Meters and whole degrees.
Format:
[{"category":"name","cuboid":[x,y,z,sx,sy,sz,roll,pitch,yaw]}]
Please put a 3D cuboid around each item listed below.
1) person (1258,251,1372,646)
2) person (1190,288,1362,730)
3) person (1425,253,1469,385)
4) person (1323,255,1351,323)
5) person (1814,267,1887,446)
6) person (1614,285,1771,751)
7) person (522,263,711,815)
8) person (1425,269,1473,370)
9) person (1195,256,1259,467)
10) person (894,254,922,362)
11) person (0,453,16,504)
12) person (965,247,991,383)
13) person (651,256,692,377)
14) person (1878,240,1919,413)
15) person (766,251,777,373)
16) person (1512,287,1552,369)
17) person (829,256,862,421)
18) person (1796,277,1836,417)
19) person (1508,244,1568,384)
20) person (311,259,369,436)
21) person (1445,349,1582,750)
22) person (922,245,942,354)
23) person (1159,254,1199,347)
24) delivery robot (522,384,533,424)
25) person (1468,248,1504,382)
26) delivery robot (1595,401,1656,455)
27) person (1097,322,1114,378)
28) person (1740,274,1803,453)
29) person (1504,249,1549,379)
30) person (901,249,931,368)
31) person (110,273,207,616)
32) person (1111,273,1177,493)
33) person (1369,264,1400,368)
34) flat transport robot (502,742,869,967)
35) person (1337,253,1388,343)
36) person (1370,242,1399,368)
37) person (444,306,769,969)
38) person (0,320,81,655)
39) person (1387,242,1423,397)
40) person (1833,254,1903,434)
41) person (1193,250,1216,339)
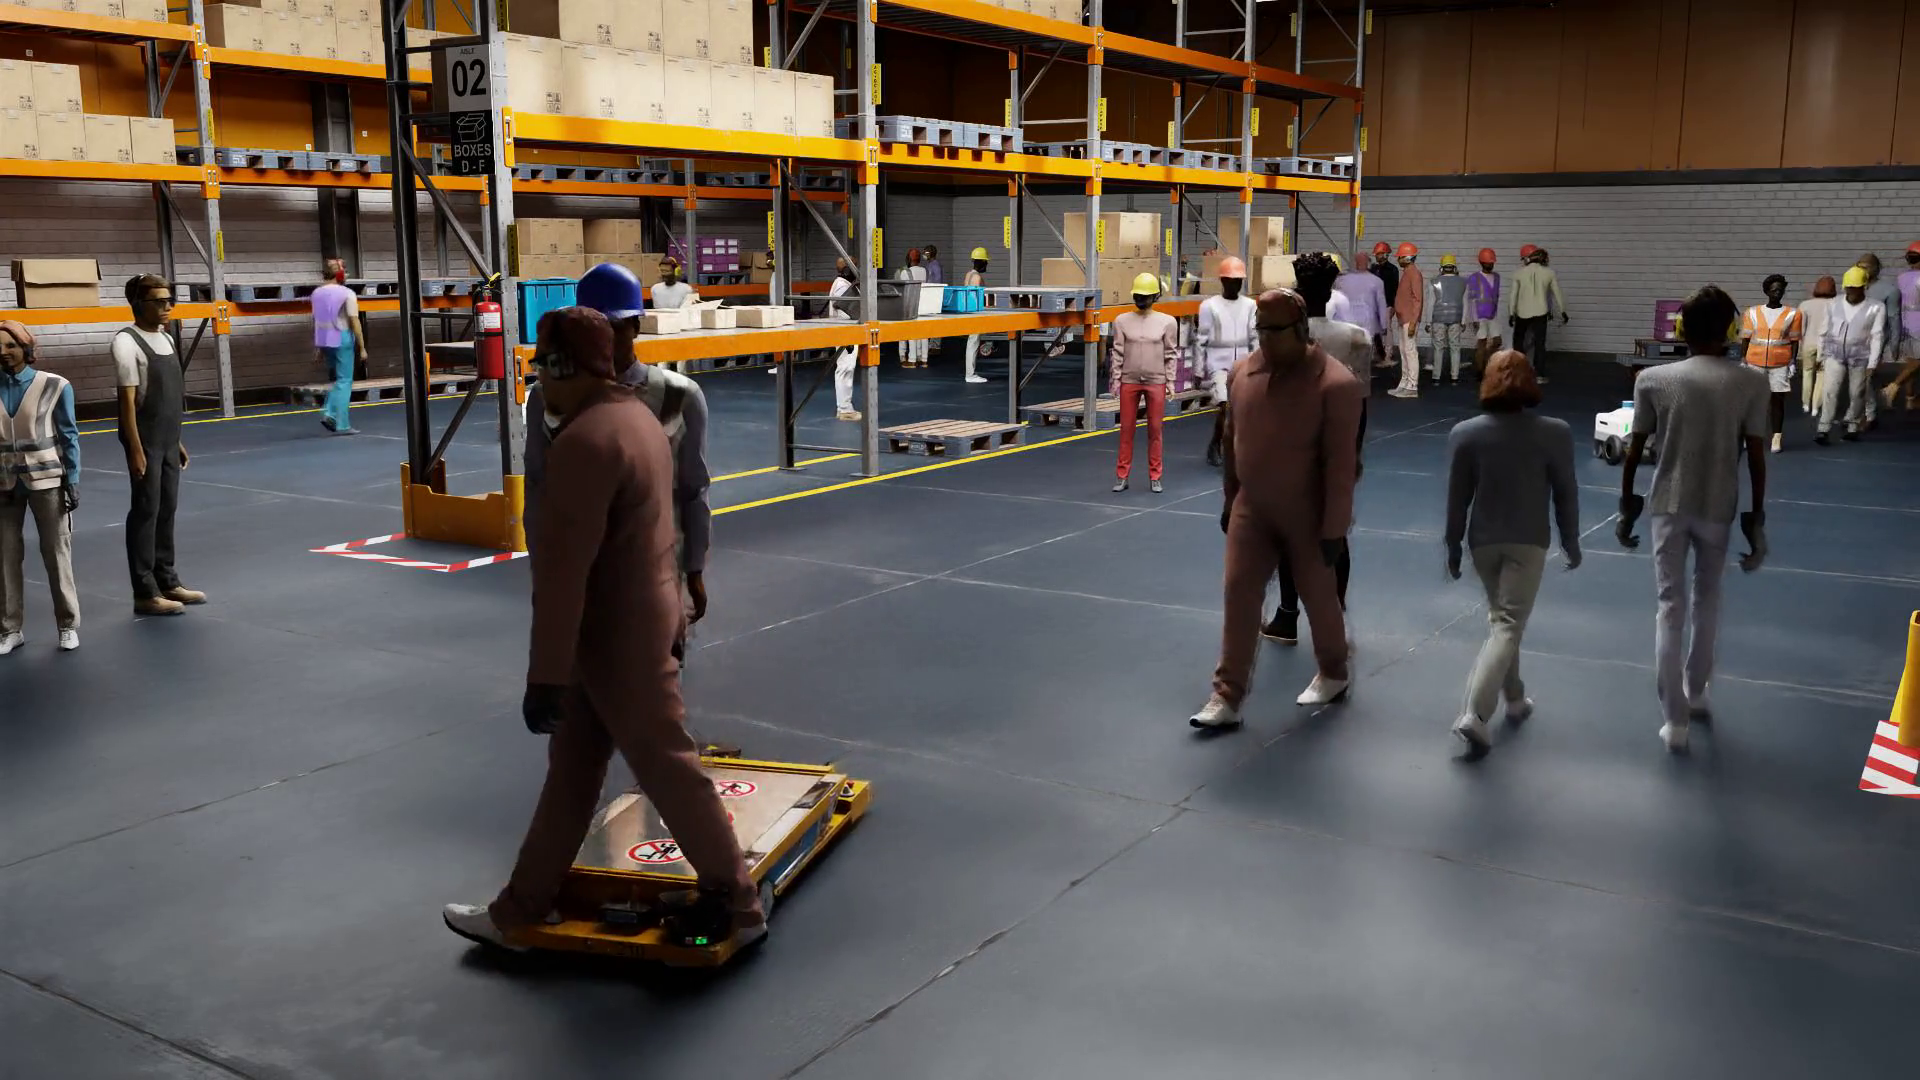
[{"category":"person","cuboid":[1.748,-0.448,8.317,0.603,1.966,0.368,-3,11,-14]},{"category":"person","cuboid":[1.362,-0.137,6.980,0.681,1.837,1.005,8,13,39]},{"category":"person","cuboid":[6.778,-3.067,23.198,0.587,1.835,0.403,0,10,-1]},{"category":"person","cuboid":[3.218,-1.656,15.240,0.939,1.884,0.600,-6,12,-31]},{"category":"person","cuboid":[8.749,-1.798,16.393,0.626,1.760,0.940,9,13,40]},{"category":"person","cuboid":[2.994,-0.113,6.830,0.558,1.829,0.914,4,11,20]},{"category":"person","cuboid":[-1.114,0.081,5.441,0.605,1.948,0.385,-1,10,-7]},{"category":"person","cuboid":[7.657,-3.441,25.945,0.817,1.587,0.506,0,10,1]},{"category":"person","cuboid":[2.339,-1.530,14.556,0.556,1.890,1.023,-3,11,-15]},{"category":"person","cuboid":[-0.790,-3.879,27.675,0.632,1.842,0.429,-3,11,-18]},{"category":"person","cuboid":[-4.883,-0.211,7.979,0.558,1.604,0.430,-1,10,-4]},{"category":"person","cuboid":[0.248,-3.198,23.704,0.398,1.919,0.582,-1,10,-7]},{"category":"person","cuboid":[-3.250,-2.288,18.866,0.524,1.840,0.464,1,10,7]},{"category":"person","cuboid":[11.107,-2.480,19.426,0.847,2.021,0.643,-3,11,-14]},{"category":"person","cuboid":[-2.791,-3.461,25.329,0.328,1.862,0.501,-2,10,-10]},{"category":"person","cuboid":[8.857,-3.591,25.865,0.591,1.912,0.824,-2,10,-12]},{"category":"person","cuboid":[-1.256,-2.269,18.747,0.429,1.846,0.630,-2,10,-9]},{"category":"person","cuboid":[9.989,-2.243,19.303,0.521,1.587,0.840,6,12,32]},{"category":"person","cuboid":[8.215,-3.202,23.609,0.842,1.957,0.607,3,11,15]},{"category":"person","cuboid":[-6.426,-1.984,17.232,0.579,1.828,0.451,6,12,31]},{"category":"person","cuboid":[2.203,0.021,6.756,0.506,1.586,0.871,8,13,39]},{"category":"person","cuboid":[-0.498,-4.270,29.573,0.355,1.938,0.637,-3,11,-15]},{"category":"person","cuboid":[2.999,-3.036,23.030,0.648,1.835,0.428,0,10,1]},{"category":"delivery robot","cuboid":[-4.316,-1.348,16.959,0.477,0.478,0.707,9,14,42]},{"category":"person","cuboid":[7.481,-3.179,23.628,0.593,1.905,0.404,-5,11,-26]},{"category":"delivery robot","cuboid":[6.083,-1.025,15.167,0.477,0.478,0.707,0,10,-1]},{"category":"person","cuboid":[2.211,-3.346,24.463,0.552,1.932,0.377,1,10,4]},{"category":"person","cuboid":[7.735,-1.684,15.913,0.535,1.698,0.318,6,12,32]},{"category":"person","cuboid":[8.165,-3.280,24.218,0.786,1.904,0.669,1,10,4]},{"category":"person","cuboid":[-0.711,-3.669,26.399,0.573,1.883,0.353,-8,13,-38]},{"category":"person","cuboid":[-4.379,-0.520,9.056,0.342,1.845,0.506,0,10,2]},{"category":"person","cuboid":[1.471,-1.251,13.338,0.523,1.763,0.329,2,10,11]},{"category":"person","cuboid":[6.508,-3.514,26.182,0.804,1.635,0.525,1,10,3]},{"category":"flat transport robot","cuboid":[-0.805,0.949,5.278,0.652,0.197,1.431,2,11,14]},{"category":"person","cuboid":[5.327,-2.870,22.063,0.660,1.864,0.975,8,13,37]},{"category":"person","cuboid":[6.705,-3.740,26.482,0.397,1.992,0.623,-5,11,-26]},{"category":"person","cuboid":[-0.993,0.287,4.608,0.959,1.841,0.721,0,10,-2]},{"category":"person","cuboid":[-4.590,-0.256,8.166,0.516,1.638,0.308,-3,11,-16]},{"category":"person","cuboid":[5.768,-2.837,21.483,0.391,1.990,0.623,0,10,0]},{"category":"person","cuboid":[9.467,-2.048,17.428,1.036,1.875,0.622,-7,12,-33]},{"category":"person","cuboid":[3.922,-3.660,26.409,0.575,1.867,0.581,-4,11,-19]}]
